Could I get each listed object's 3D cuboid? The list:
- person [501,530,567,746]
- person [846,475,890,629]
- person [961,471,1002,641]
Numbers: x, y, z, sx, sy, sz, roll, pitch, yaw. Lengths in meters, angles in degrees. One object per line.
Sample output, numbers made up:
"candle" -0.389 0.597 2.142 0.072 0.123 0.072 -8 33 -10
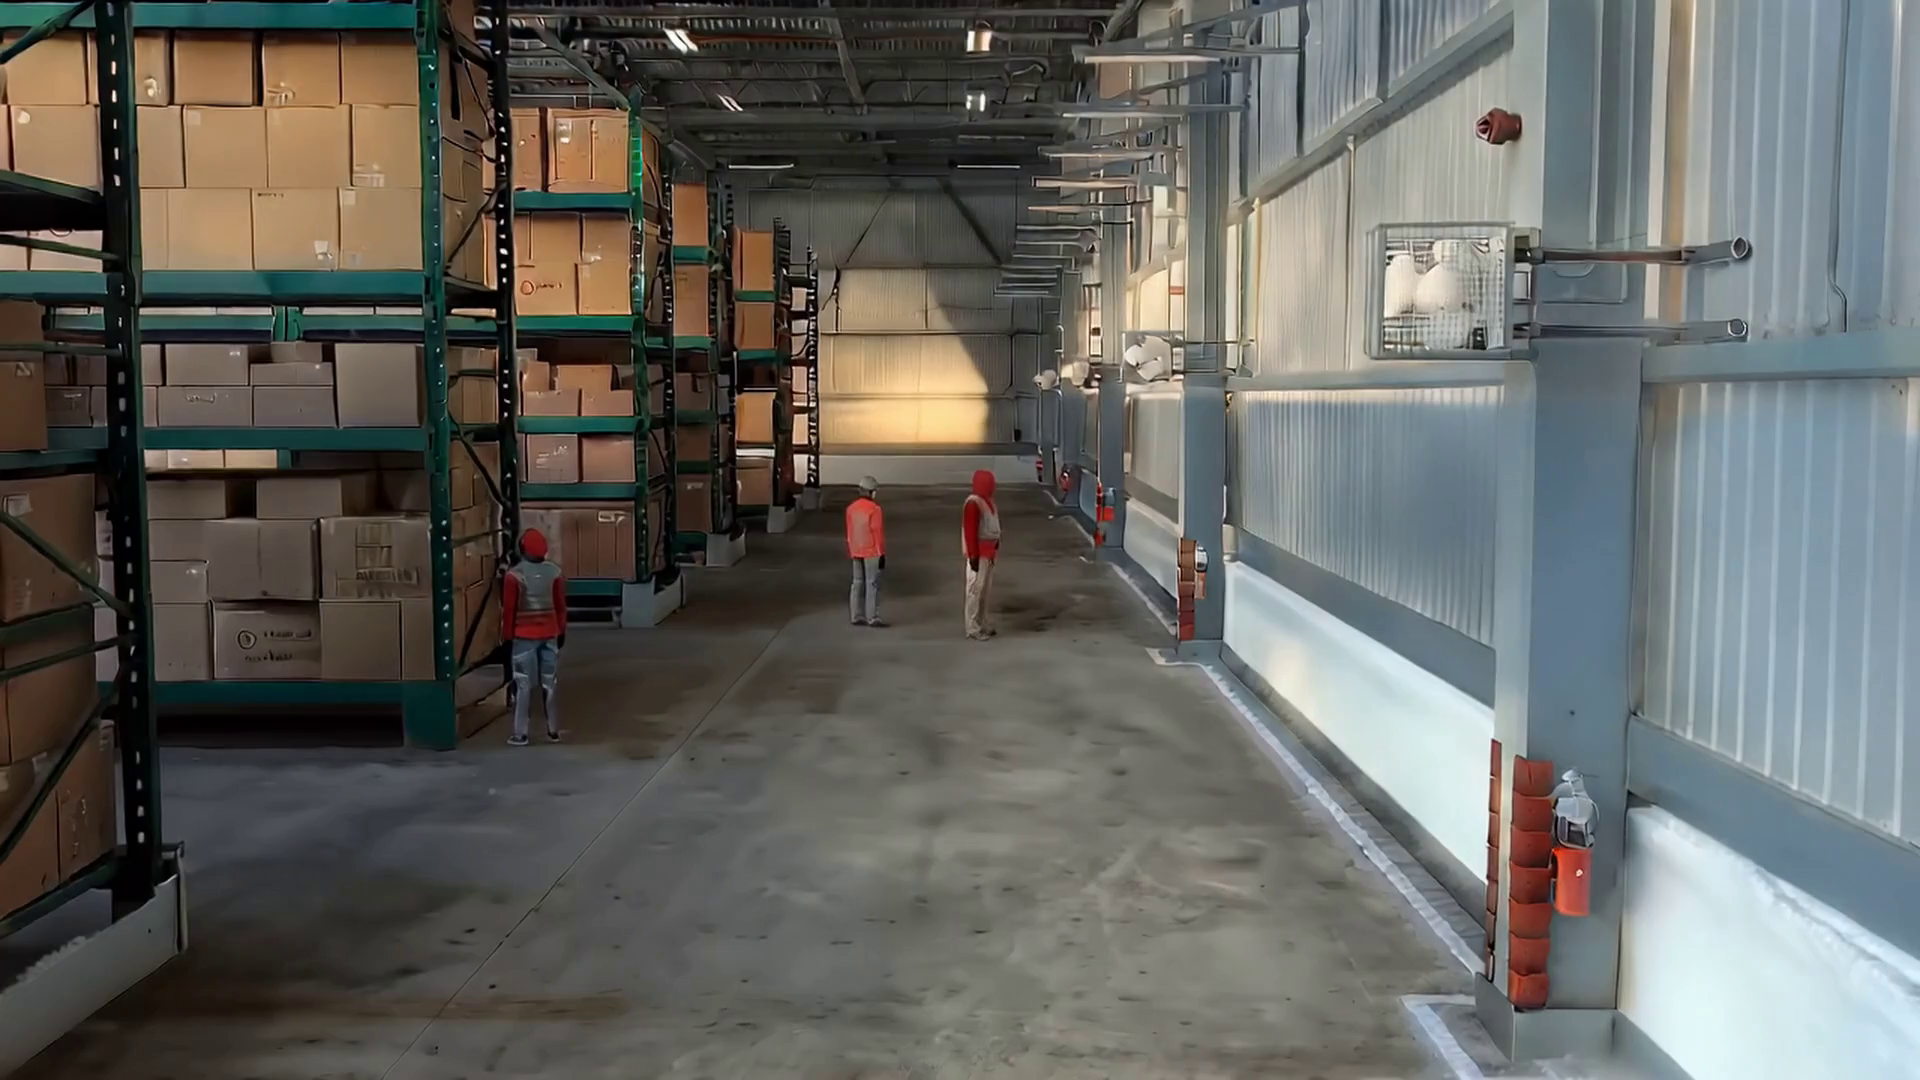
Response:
"person" -3.206 0.736 12.557 0.523 1.632 0.315 -4 6 -40
"person" -1.037 0.143 18.880 0.589 1.749 0.363 5 7 43
"person" 0.234 0.167 17.996 0.430 1.838 0.620 1 5 16
